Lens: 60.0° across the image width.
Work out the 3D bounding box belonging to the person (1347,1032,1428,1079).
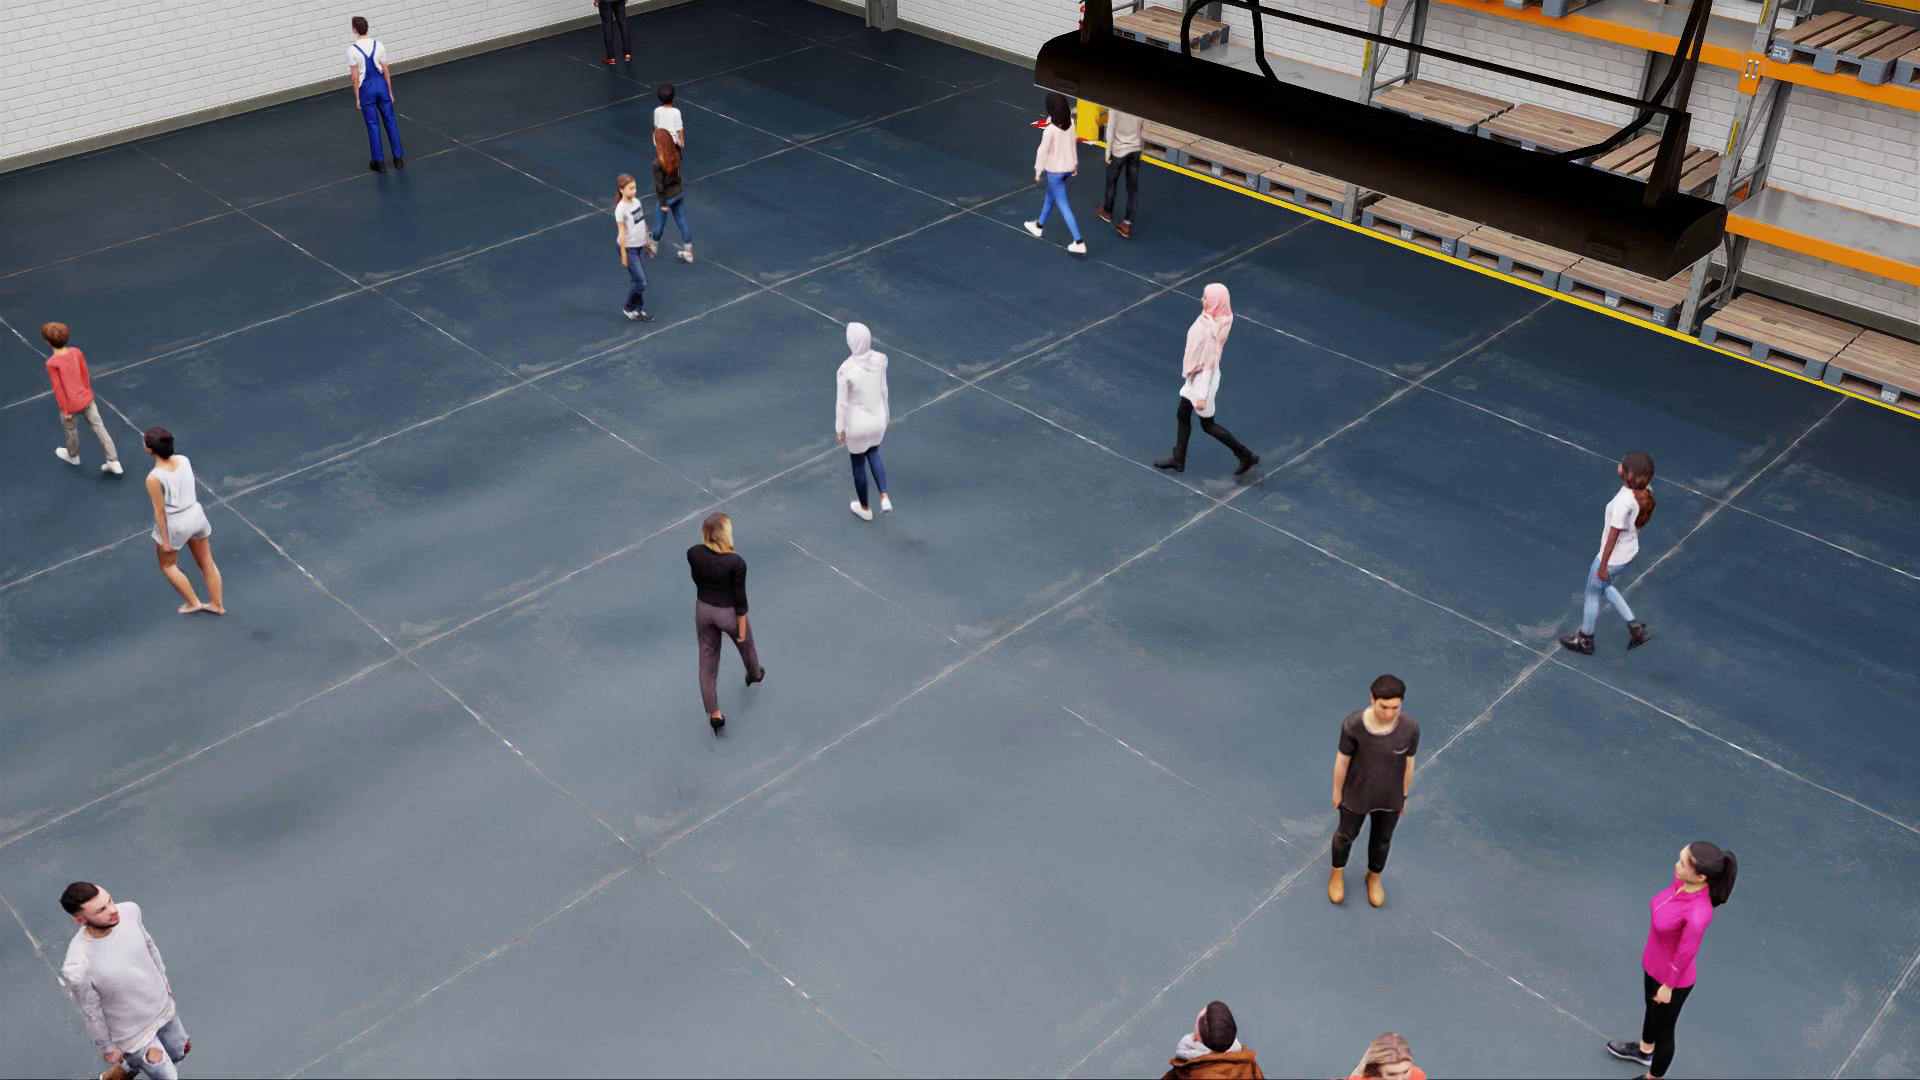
[{"bbox_3d":[1.864,2.828,7.796,0.818,1.669,0.982,-13,36,-19],"label":"person"}]

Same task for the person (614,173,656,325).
[{"bbox_3d":[-3.314,-2.915,16.540,0.668,1.555,0.621,13,36,18],"label":"person"}]

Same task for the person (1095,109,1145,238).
[{"bbox_3d":[1.861,-4.209,18.251,0.918,1.815,1.109,-14,36,-20],"label":"person"}]

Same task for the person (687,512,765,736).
[{"bbox_3d":[-1.647,0.604,11.169,0.980,1.640,0.938,8,34,12],"label":"person"}]

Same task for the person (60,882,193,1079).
[{"bbox_3d":[-4.202,2.373,8.341,1.079,1.823,0.964,7,34,11],"label":"person"}]

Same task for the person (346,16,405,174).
[{"bbox_3d":[-7.030,-5.352,19.941,0.664,1.847,0.622,-21,39,-28],"label":"person"}]

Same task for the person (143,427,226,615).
[{"bbox_3d":[-5.671,-0.098,12.260,0.710,1.600,0.679,13,36,18],"label":"person"}]

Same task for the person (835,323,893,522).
[{"bbox_3d":[-0.719,-0.894,13.308,0.705,1.764,0.788,-19,38,-26],"label":"person"}]

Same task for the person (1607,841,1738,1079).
[{"bbox_3d":[3.717,2.227,8.674,0.716,1.698,0.676,5,34,7],"label":"person"}]

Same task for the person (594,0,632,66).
[{"bbox_3d":[-4.909,-7.646,23.411,0.744,1.826,0.690,-19,38,-26],"label":"person"}]

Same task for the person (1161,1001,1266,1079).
[{"bbox_3d":[1.114,2.879,7.580,0.849,1.823,0.872,-12,35,-17],"label":"person"}]

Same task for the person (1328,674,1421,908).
[{"bbox_3d":[2.440,1.449,9.832,0.676,1.711,0.749,2,34,3],"label":"person"}]

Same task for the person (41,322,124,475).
[{"bbox_3d":[-7.415,-1.158,14.051,0.993,1.382,0.718,16,37,23],"label":"person"}]

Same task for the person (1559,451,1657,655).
[{"bbox_3d":[4.725,0.138,11.803,0.819,1.712,0.608,27,42,34],"label":"person"}]

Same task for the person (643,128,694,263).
[{"bbox_3d":[-3.043,-3.658,17.751,0.933,1.450,0.649,23,40,30],"label":"person"}]

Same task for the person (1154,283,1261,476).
[{"bbox_3d":[2.135,-1.288,13.892,1.217,1.776,1.029,7,34,10],"label":"person"}]

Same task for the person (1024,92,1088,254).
[{"bbox_3d":[1.118,-3.883,17.856,0.642,1.708,1.160,-27,42,-35],"label":"person"}]

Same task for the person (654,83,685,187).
[{"bbox_3d":[-3.420,-4.701,19.499,0.676,1.253,0.731,1,34,2],"label":"person"}]
